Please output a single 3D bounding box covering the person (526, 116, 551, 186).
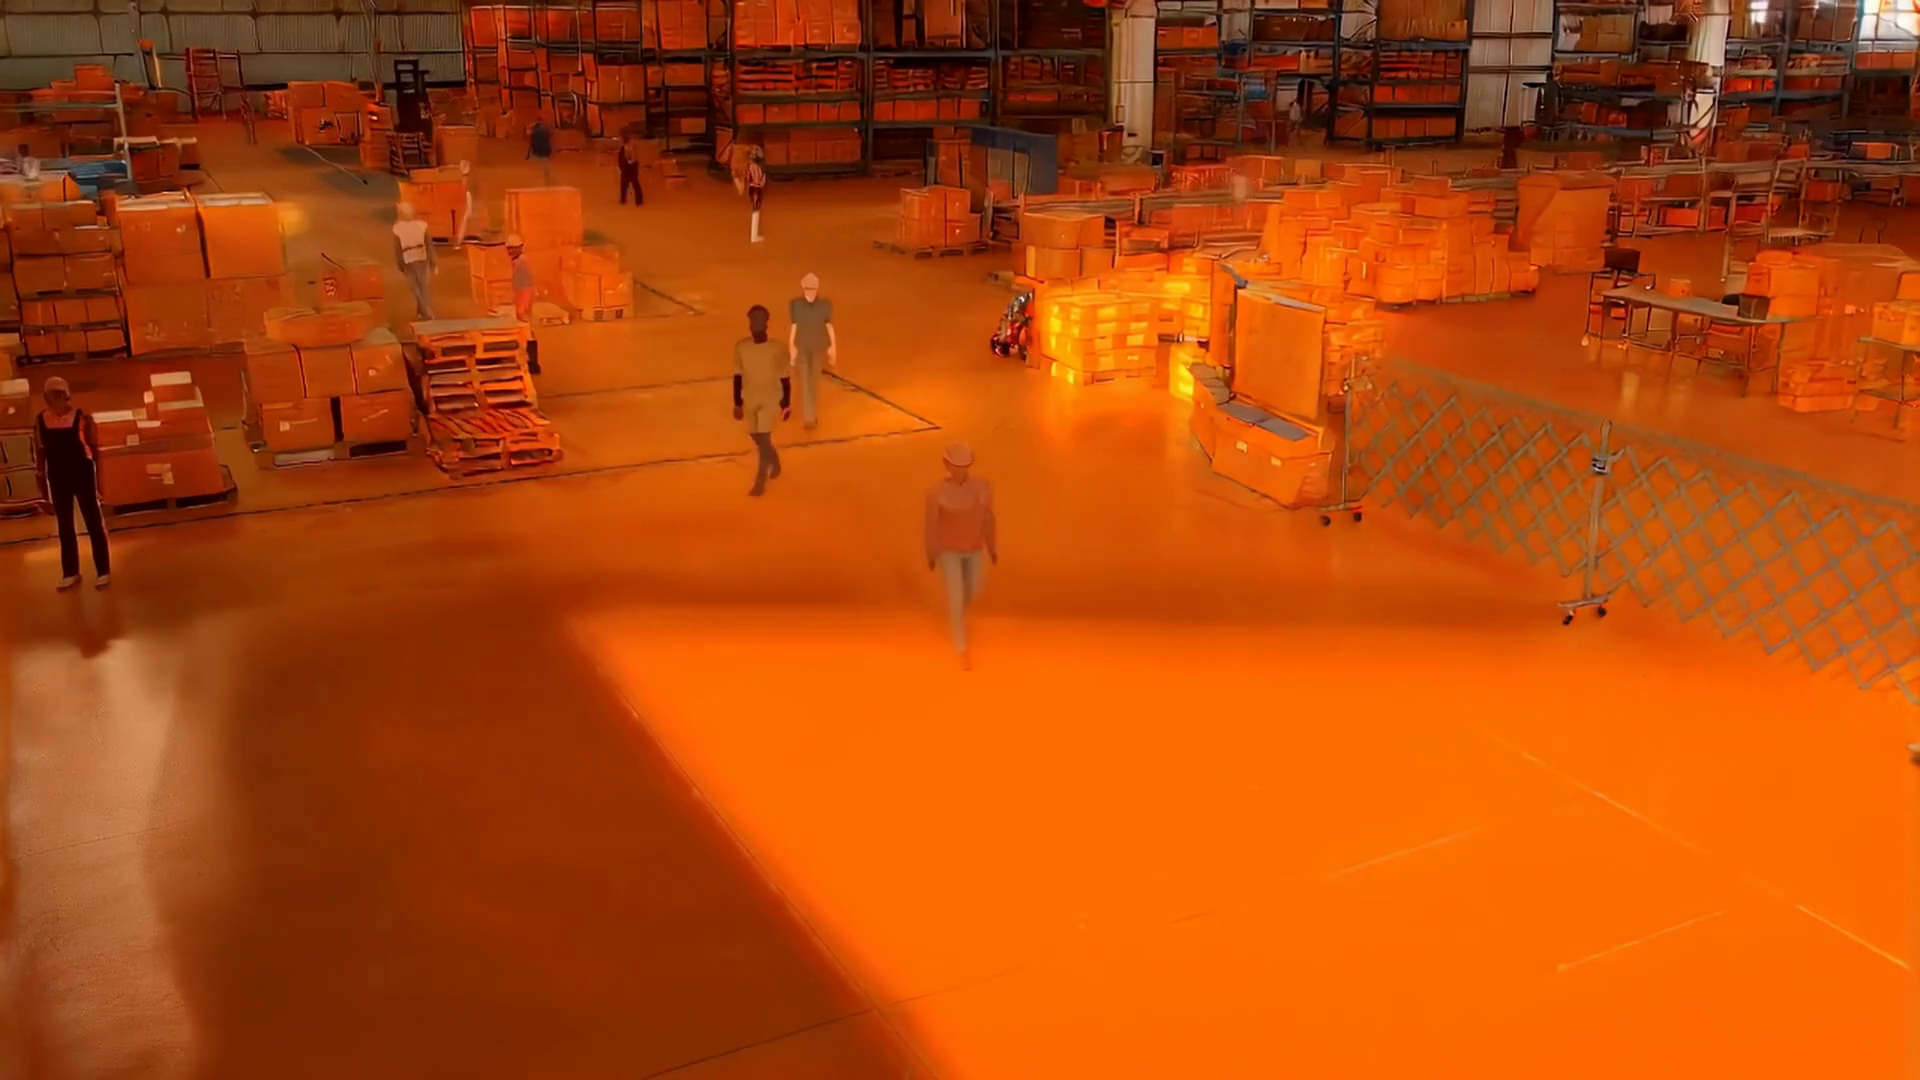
[{"bbox_3d":[-11.367,-10.376,44.661,0.960,1.948,0.637,10,21,29],"label":"person"}]

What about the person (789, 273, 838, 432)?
[{"bbox_3d":[-1.697,-2.152,19.222,0.560,1.833,0.886,-3,18,-9],"label":"person"}]

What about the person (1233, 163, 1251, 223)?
[{"bbox_3d":[5.889,-7.119,35.074,0.640,1.615,0.503,-10,20,-28],"label":"person"}]

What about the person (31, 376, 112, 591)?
[{"bbox_3d":[-7.479,-0.476,13.989,0.513,1.844,0.336,-3,18,-9],"label":"person"}]

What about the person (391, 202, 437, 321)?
[{"bbox_3d":[-8.505,-4.352,26.077,0.581,1.855,0.918,-14,22,-36],"label":"person"}]

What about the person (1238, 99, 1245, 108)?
[{"bbox_3d":[10.787,-16.452,63.869,0.766,1.803,0.595,-10,20,-27],"label":"person"}]

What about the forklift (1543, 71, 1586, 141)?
[{"bbox_3d":[18.685,-13.231,52.085,1.873,2.768,1.129,-9,20,-26],"label":"forklift"}]

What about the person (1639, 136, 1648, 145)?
[{"bbox_3d":[19.972,-11.603,48.860,0.797,1.742,0.530,4,18,12],"label":"person"}]

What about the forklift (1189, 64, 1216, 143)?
[{"bbox_3d":[8.668,-15.520,59.219,1.129,2.768,1.873,-9,20,-27],"label":"forklift"}]

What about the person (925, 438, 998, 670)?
[{"bbox_3d":[-0.021,0.044,12.522,0.534,1.744,0.688,-6,19,-19],"label":"person"}]

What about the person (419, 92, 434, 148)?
[{"bbox_3d":[-18.720,-14.743,58.367,0.587,1.911,0.397,14,23,37],"label":"person"}]

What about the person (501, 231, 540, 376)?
[{"bbox_3d":[-5.863,-3.151,22.178,0.365,1.934,0.552,-8,19,-22],"label":"person"}]

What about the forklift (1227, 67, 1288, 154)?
[{"bbox_3d":[10.073,-14.444,55.865,1.129,2.768,1.873,-10,20,-29],"label":"forklift"}]

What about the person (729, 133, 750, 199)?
[{"bbox_3d":[-5.618,-9.529,42.460,0.545,1.682,0.564,-8,19,-22],"label":"person"}]

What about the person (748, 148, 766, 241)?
[{"bbox_3d":[-4.255,-7.264,35.027,0.394,1.929,0.539,-3,18,-10],"label":"person"}]

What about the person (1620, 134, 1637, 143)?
[{"bbox_3d":[21.528,-13.039,53.450,0.531,1.659,0.858,12,21,33],"label":"person"}]

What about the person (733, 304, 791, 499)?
[{"bbox_3d":[-1.990,-1.451,16.871,0.607,1.938,0.905,6,19,19],"label":"person"}]

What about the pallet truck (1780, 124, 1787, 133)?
[{"bbox_3d":[25.206,-12.542,52.601,1.601,1.201,0.680,0,18,-2],"label":"pallet truck"}]

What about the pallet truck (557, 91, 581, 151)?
[{"bbox_3d":[-13.495,-14.412,57.188,0.823,1.965,1.885,-3,18,-9],"label":"pallet truck"}]

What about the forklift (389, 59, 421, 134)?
[{"bbox_3d":[-21.461,-17.300,64.768,1.129,2.768,1.873,-15,23,-39],"label":"forklift"}]

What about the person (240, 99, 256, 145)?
[{"bbox_3d":[-25.543,-15.005,59.658,0.523,1.620,0.668,-14,22,-37],"label":"person"}]

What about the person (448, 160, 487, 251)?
[{"bbox_3d":[-9.849,-6.722,33.499,0.979,1.833,0.502,2,18,7],"label":"person"}]

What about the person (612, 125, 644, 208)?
[{"bbox_3d":[-8.201,-9.155,40.729,0.845,2.000,0.705,-8,19,-23],"label":"person"}]

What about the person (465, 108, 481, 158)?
[{"bbox_3d":[-16.004,-13.376,54.583,0.770,1.614,0.522,16,24,41],"label":"person"}]

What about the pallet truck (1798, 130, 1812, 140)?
[{"bbox_3d":[25.526,-11.556,49.408,1.630,1.274,0.653,-9,20,-26],"label":"pallet truck"}]

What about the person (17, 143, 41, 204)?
[{"bbox_3d":[-20.738,-7.906,37.113,0.607,1.869,0.377,13,22,34],"label":"person"}]

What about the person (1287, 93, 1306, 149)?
[{"bbox_3d":[11.788,-14.595,57.919,0.876,1.884,0.587,-2,18,-7],"label":"person"}]
